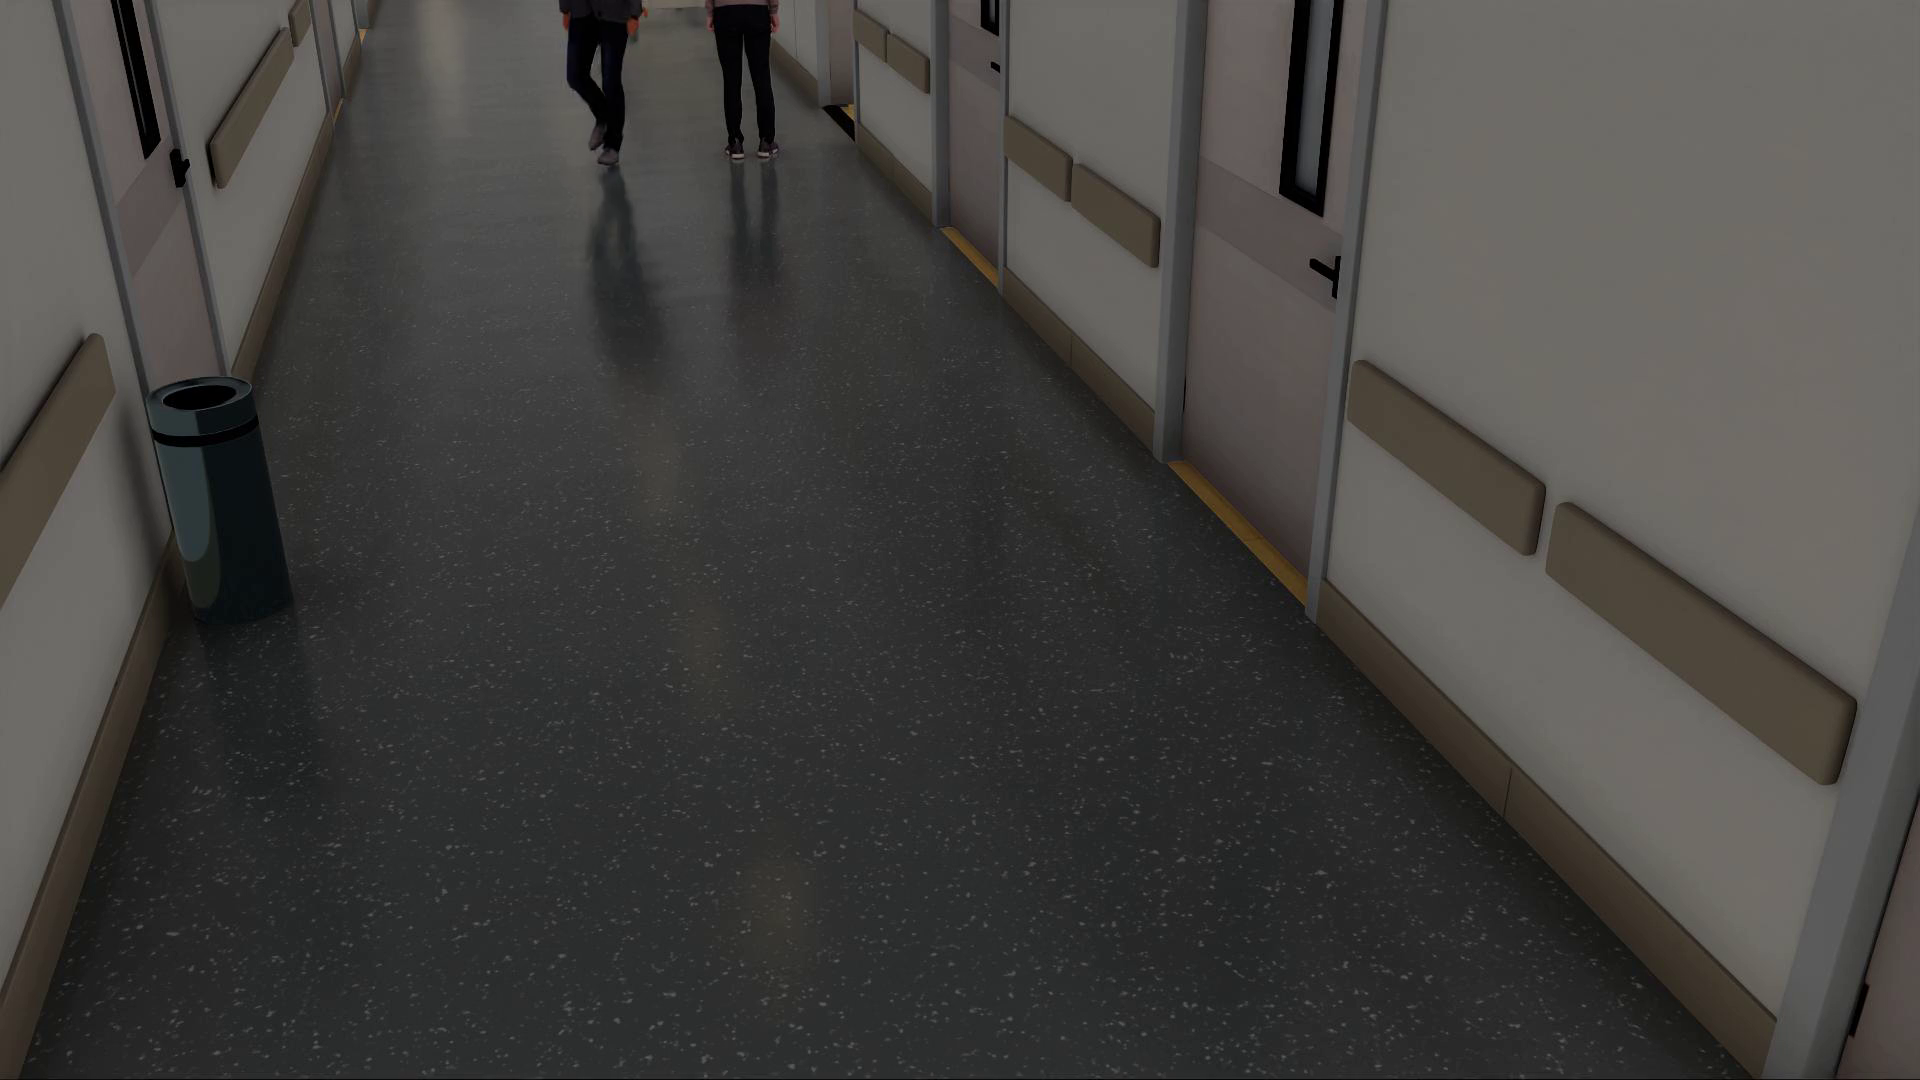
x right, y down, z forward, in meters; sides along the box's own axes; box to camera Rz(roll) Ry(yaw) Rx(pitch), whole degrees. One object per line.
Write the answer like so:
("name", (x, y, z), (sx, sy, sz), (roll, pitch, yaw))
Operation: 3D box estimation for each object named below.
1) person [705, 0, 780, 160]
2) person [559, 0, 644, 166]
("person", (-1.408, -3.387, 10.683), (0.504, 1.807, 0.711), (-3, 26, -7))
("person", (-2.238, -3.307, 10.474), (0.858, 1.844, 0.921), (5, 26, 10))
